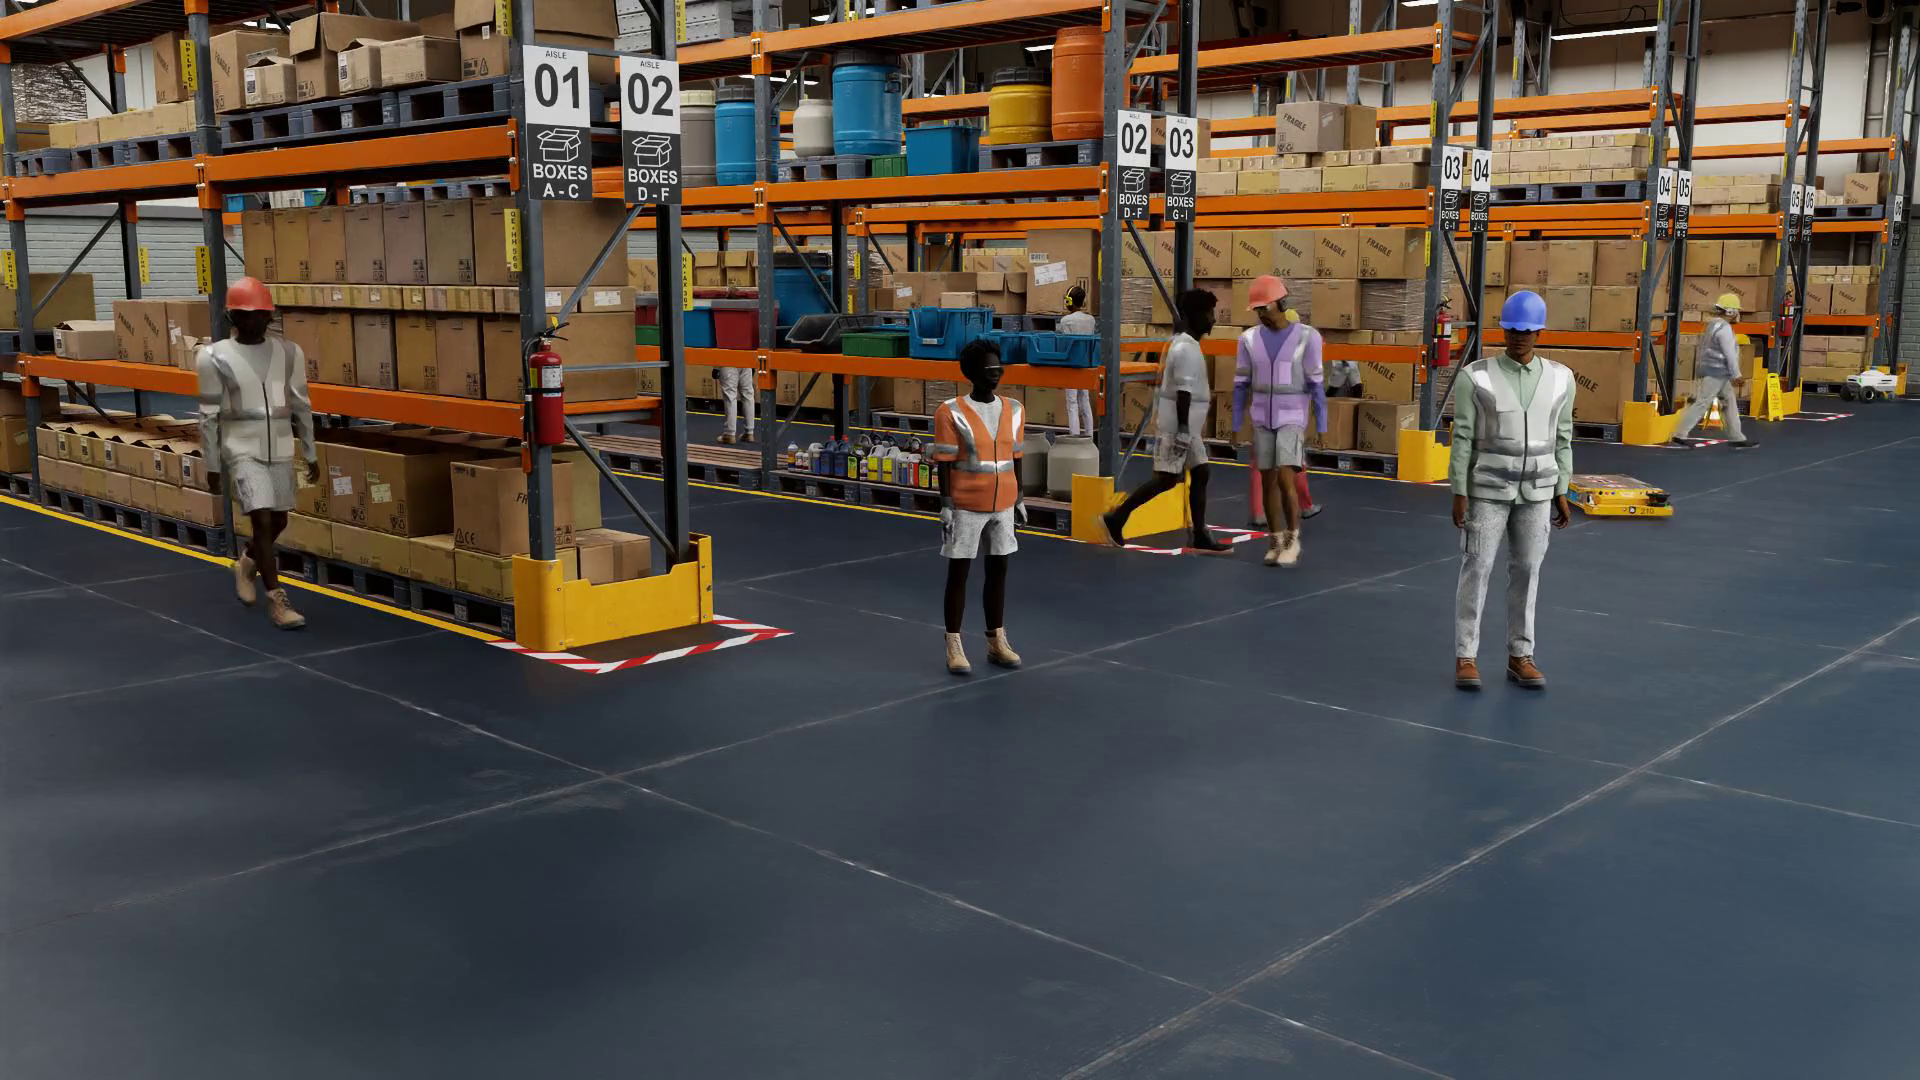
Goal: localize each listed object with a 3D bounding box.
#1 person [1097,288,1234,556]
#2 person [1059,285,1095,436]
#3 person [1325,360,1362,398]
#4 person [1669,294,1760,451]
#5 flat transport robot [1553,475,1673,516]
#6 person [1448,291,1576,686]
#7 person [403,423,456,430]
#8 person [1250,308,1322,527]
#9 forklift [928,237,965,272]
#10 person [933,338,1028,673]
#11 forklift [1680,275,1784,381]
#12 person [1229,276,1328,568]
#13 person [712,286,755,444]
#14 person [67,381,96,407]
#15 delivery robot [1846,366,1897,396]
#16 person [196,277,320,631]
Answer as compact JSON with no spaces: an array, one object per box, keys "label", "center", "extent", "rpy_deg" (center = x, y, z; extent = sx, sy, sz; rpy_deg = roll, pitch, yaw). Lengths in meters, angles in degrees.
[{"label":"person","center":[1.487,-0.844,11.943],"extent":[0.919,1.931,0.627],"rpy_deg":[1,9,8]},{"label":"person","center":[1.258,-1.828,18.113],"extent":[0.521,1.870,0.319],"rpy_deg":[-8,12,-41]},{"label":"person","center":[4.937,-2.247,21.354],"extent":[0.879,1.653,0.545],"rpy_deg":[7,12,37]},{"label":"person","center":[8.556,-1.894,18.821],"extent":[0.961,1.779,0.574],"rpy_deg":[3,10,17]},{"label":"flat transport robot","center":[5.596,-0.404,14.402],"extent":[0.652,0.197,1.431],"rpy_deg":[1,9,4]},{"label":"person","center":[2.704,-0.242,8.156],"extent":[0.607,1.943,0.403],"rpy_deg":[0,9,-2]},{"label":"person","center":[-4.284,-1.064,13.522],"extent":[0.565,1.840,0.390],"rpy_deg":[-7,11,-36]},{"label":"person","center":[2.620,-0.985,13.376],"extent":[0.528,1.726,0.876],"rpy_deg":[9,13,42]},{"label":"forklift","center":[-0.326,-5.817,39.609],"extent":[1.129,2.768,1.873],"rpy_deg":[9,13,43]},{"label":"person","center":[0.110,-0.179,8.523],"extent":[0.537,1.700,0.317],"rpy_deg":[-5,11,-29]},{"label":"forklift","center":[12.480,-3.427,27.053],"extent":[1.214,2.155,2.313],"rpy_deg":[9,13,43]},{"label":"person","center":[2.178,-0.797,11.390],"extent":[0.682,1.997,0.579],"rpy_deg":[6,11,32]},{"label":"person","center":[-2.677,-2.070,19.681],"extent":[0.619,1.845,0.430],"rpy_deg":[-8,12,-41]},{"label":"person","center":[-12.293,-2.669,23.080],"extent":[0.542,1.931,0.376],"rpy_deg":[-8,12,-40]},{"label":"delivery robot","center":[14.170,-2.458,25.840],"extent":[0.707,0.478,0.477],"rpy_deg":[-2,9,-11]},{"label":"person","center":[-4.115,-0.525,9.707],"extent":[0.944,2.016,0.619],"rpy_deg":[9,13,44]}]
